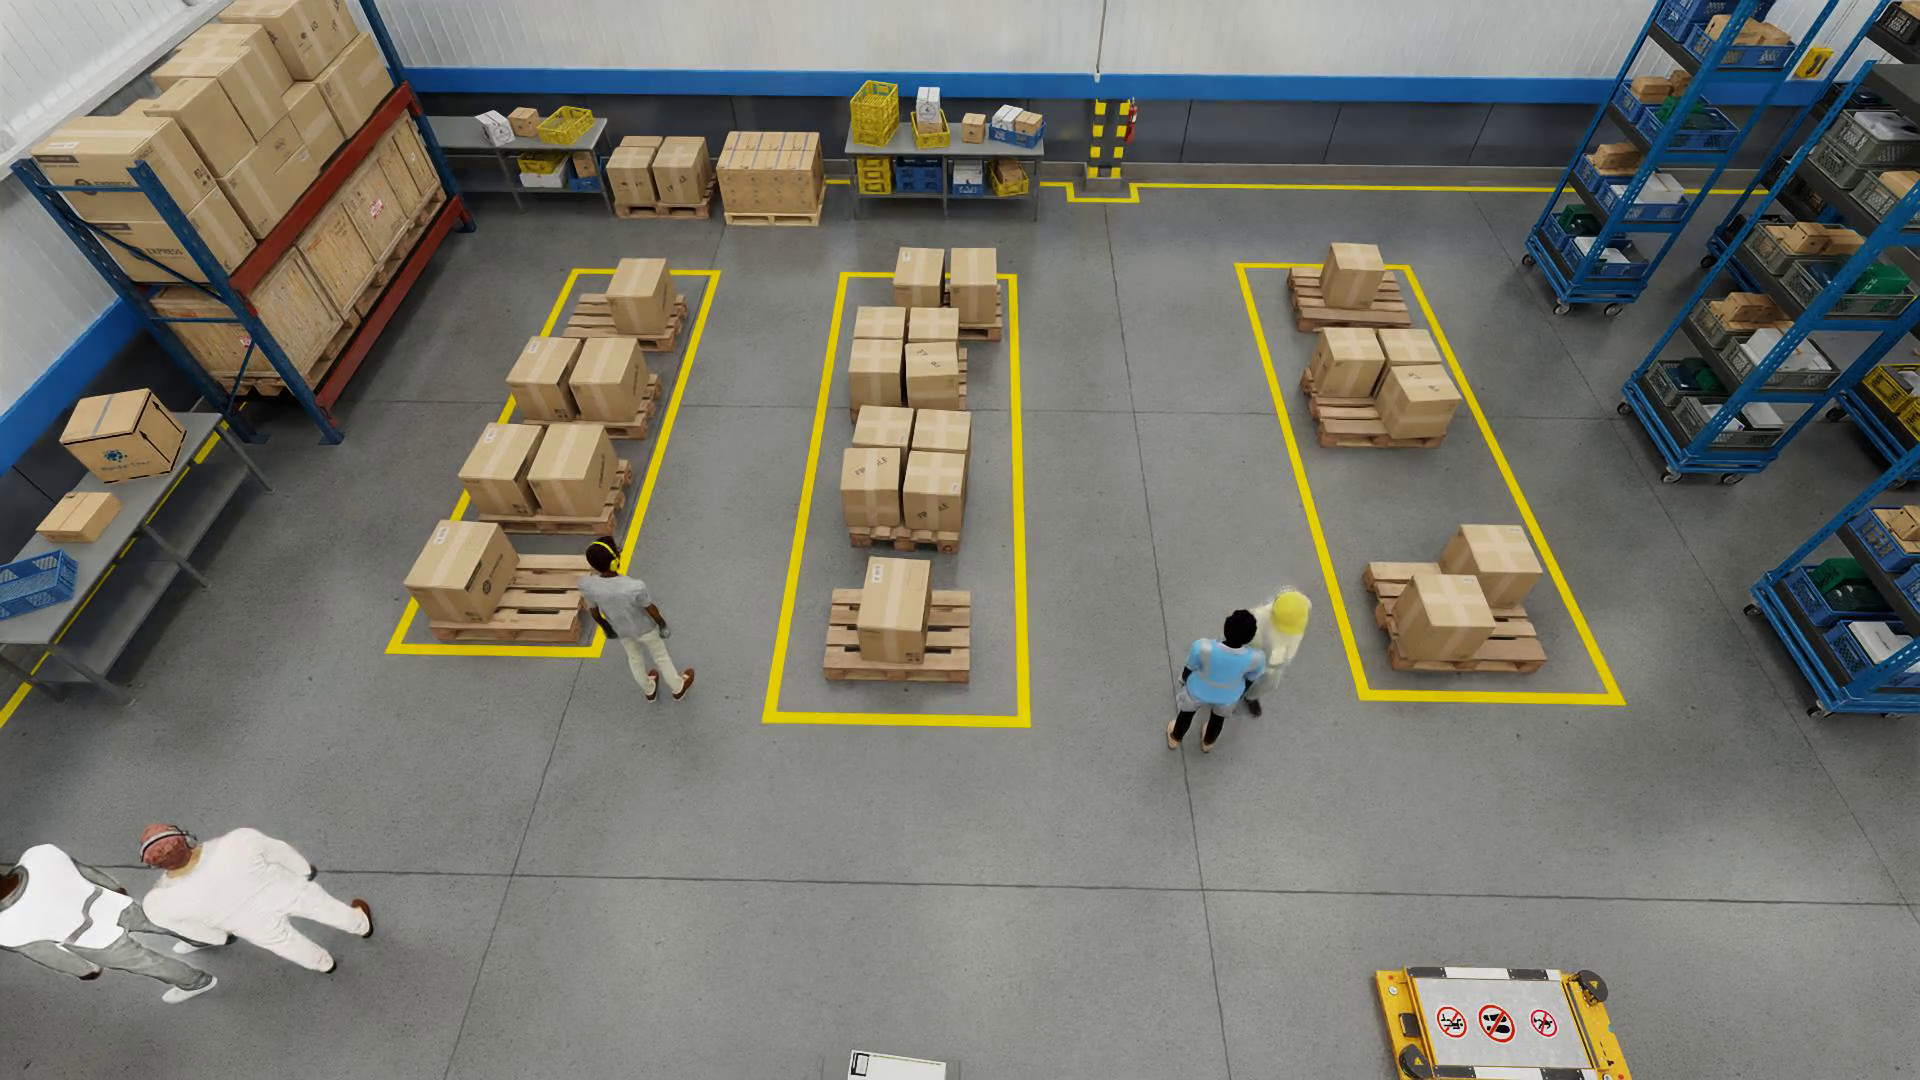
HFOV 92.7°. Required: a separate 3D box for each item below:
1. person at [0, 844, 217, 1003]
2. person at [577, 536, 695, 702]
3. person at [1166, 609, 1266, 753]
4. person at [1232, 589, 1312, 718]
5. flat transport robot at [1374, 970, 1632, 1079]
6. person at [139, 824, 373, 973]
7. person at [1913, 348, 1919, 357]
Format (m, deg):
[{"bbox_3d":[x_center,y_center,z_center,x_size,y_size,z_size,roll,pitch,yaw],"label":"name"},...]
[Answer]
[{"bbox_3d":[-5.203,2.321,5.531,0.389,1.910,0.585,-12,52,-10],"label":"person"},{"bbox_3d":[-2.461,0.641,6.926,0.520,1.865,0.332,2,51,2],"label":"person"},{"bbox_3d":[1.859,1.063,6.695,0.534,1.690,0.319,7,51,6],"label":"person"},{"bbox_3d":[2.213,0.851,6.799,0.611,1.790,0.557,-21,54,-16],"label":"person"},{"bbox_3d":[3.501,3.133,5.914,1.431,0.197,0.652,1,51,1],"label":"flat transport robot"},{"bbox_3d":[-4.319,2.195,5.631,0.399,1.910,0.643,32,58,24],"label":"person"},{"bbox_3d":[10.875,-2.585,9.480,0.405,1.988,0.619,7,51,6],"label":"person"}]
